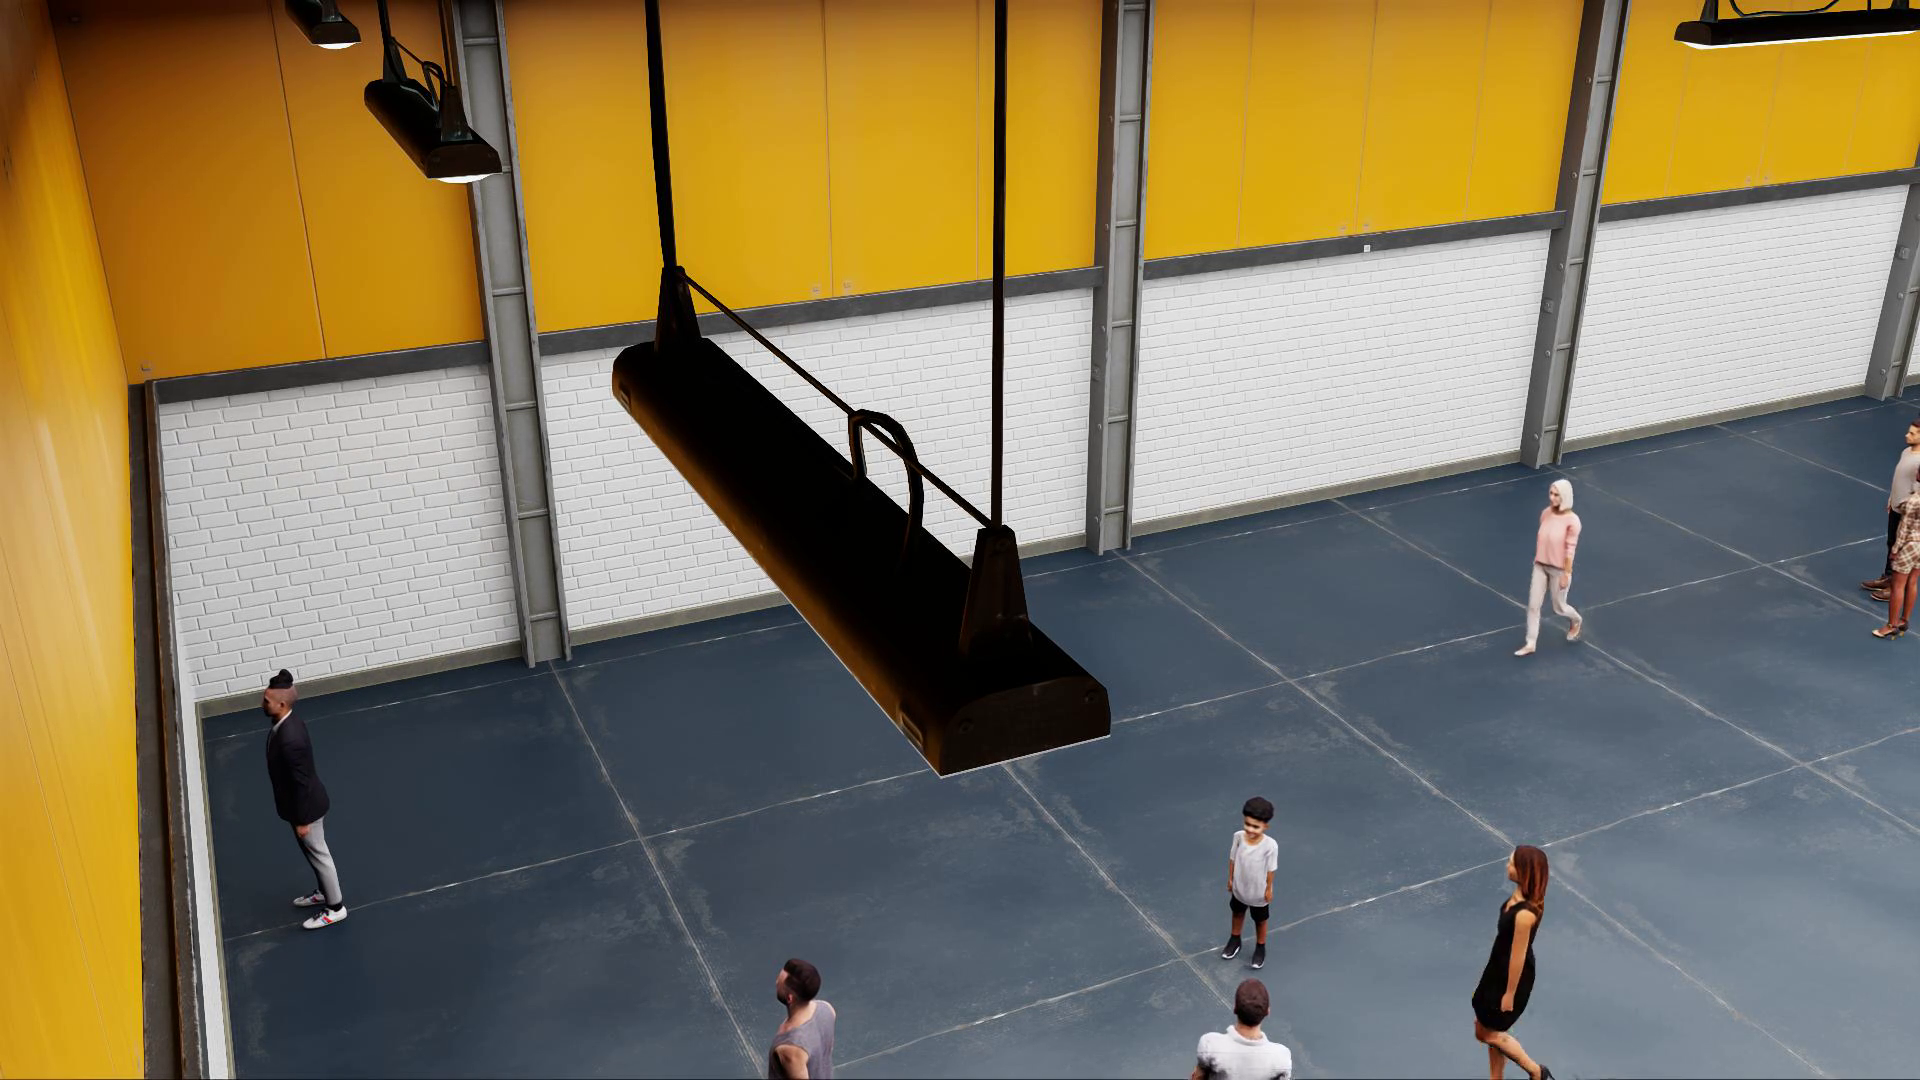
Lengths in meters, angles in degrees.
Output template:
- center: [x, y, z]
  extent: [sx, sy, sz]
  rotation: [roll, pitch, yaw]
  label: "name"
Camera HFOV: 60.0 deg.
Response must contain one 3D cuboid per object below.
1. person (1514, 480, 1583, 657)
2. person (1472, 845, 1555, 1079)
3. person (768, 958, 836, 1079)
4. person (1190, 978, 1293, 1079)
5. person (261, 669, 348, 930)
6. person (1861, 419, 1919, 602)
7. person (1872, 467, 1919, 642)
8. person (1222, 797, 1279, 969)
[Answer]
- center: [5.514, 0.247, 15.296]
  extent: [0.999, 1.709, 0.671]
  rotation: [-14, 27, -29]
  label: "person"
- center: [3.307, 2.619, 9.733]
  extent: [0.881, 1.818, 0.813]
  rotation: [7, 25, 16]
  label: "person"
- center: [-0.808, 2.942, 8.608]
  extent: [0.788, 1.846, 0.716]
  rotation: [8, 25, 19]
  label: "person"
- center: [1.409, 3.139, 8.567]
  extent: [1.280, 1.799, 1.097]
  rotation: [1, 24, 2]
  label: "person"
- center: [-4.548, 1.777, 11.495]
  extent: [0.593, 1.949, 0.719]
  rotation: [-13, 27, -27]
  label: "person"
- center: [9.302, -0.293, 16.336]
  extent: [0.724, 1.864, 0.725]
  rotation: [1, 24, 2]
  label: "person"
- center: [8.885, 0.098, 15.530]
  extent: [0.472, 1.795, 0.628]
  rotation: [-11, 26, -23]
  label: "person"
- center: [1.969, 2.282, 11.207]
  extent: [0.561, 1.256, 0.604]
  rotation: [13, 27, 28]
  label: "person"
